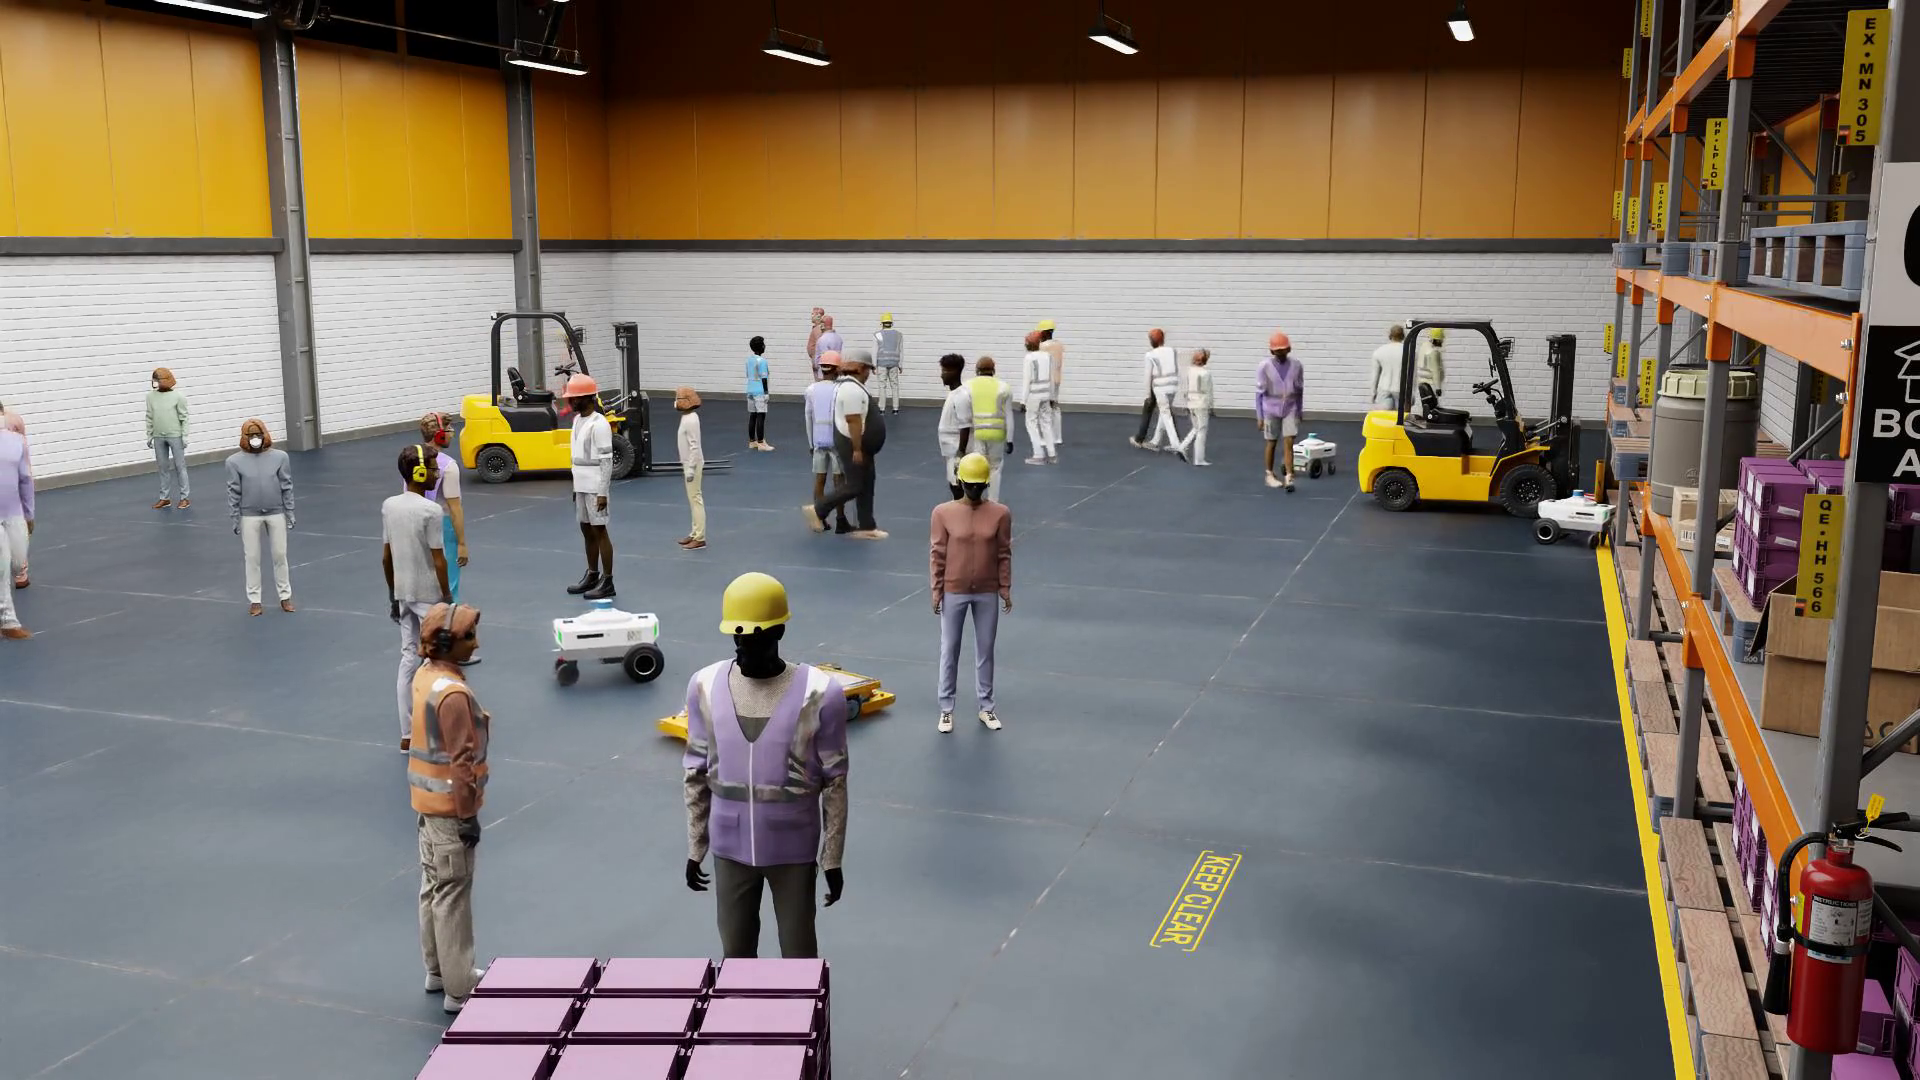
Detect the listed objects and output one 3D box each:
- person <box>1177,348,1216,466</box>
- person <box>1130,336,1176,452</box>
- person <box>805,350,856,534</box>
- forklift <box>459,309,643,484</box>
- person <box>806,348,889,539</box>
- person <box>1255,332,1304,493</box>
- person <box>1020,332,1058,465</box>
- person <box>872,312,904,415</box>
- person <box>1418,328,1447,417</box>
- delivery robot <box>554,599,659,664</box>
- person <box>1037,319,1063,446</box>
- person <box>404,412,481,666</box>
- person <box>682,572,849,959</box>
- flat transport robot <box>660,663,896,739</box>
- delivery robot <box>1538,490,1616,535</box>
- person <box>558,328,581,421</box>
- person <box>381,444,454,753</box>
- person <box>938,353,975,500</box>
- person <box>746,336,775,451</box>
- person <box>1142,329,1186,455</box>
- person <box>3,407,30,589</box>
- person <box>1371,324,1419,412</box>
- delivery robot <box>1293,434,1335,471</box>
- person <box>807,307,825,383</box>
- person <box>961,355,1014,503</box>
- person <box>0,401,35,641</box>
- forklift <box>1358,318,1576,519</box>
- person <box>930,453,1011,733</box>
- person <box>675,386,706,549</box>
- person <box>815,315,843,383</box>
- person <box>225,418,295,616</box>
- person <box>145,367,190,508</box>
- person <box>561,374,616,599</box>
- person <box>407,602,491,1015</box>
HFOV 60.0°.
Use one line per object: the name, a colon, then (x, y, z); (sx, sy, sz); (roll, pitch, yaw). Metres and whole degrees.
person: (3.273, -1.812, 22.788); (0.390, 1.627, 0.522); (-5, 11, -25)
person: (2.913, -2.210, 24.579); (0.541, 1.791, 0.981); (-6, 12, -30)
person: (-1.357, -1.029, 17.532); (0.542, 1.929, 0.369); (5, 11, 25)
forklift: (-5.354, -1.902, 21.697); (2.313, 2.155, 1.214); (-2, 10, -13)
person: (-1.147, -1.000, 17.050); (0.772, 2.000, 0.686); (0, 10, 0)
person: (3.951, -1.565, 20.417); (0.674, 1.964, 1.032); (-1, 10, -5)
person: (1.096, -1.952, 22.958); (0.360, 1.840, 0.713); (9, 14, 43)
person: (-1.302, -3.137, 29.669); (0.600, 1.831, 0.404); (-4, 11, -22)
person: (7.352, -2.444, 25.931); (0.435, 1.781, 0.700); (0, 10, 2)
delivery robot: (-2.478, 0.657, 11.640); (0.707, 0.478, 0.477); (-3, 11, -17)
person: (1.331, -2.384, 25.190); (0.401, 1.916, 0.591); (7, 13, 36)
person: (-3.766, 0.002, 11.956); (0.570, 1.843, 0.373); (7, 12, 35)
person: (-0.683, 1.056, 5.792); (0.593, 1.926, 0.366); (2, 10, 10)
flat transport robot: (-1.136, 1.037, 10.565); (0.652, 0.197, 1.431); (9, 13, 41)
delivery robot: (6.248, -0.266, 16.837); (0.707, 0.478, 0.477); (7, 12, 35)
person: (-6.121, -2.450, 26.040); (0.678, 1.743, 0.534); (0, 10, -2)
person: (-3.194, 0.362, 9.884); (0.520, 1.864, 0.333); (6, 12, 31)
person: (-0.043, -0.889, 16.641); (0.367, 1.962, 0.612); (-1, 10, -7)
person: (-2.967, -2.156, 24.522); (0.318, 1.700, 0.535); (-7, 12, -34)
person: (2.987, -2.153, 24.174); (0.641, 1.821, 0.945); (-5, 11, -26)
person: (-8.498, -0.491, 14.559); (0.651, 1.907, 0.409); (-8, 13, -37)
person: (6.159, -2.097, 23.601); (0.650, 1.928, 0.676); (4, 11, 24)
delivery robot: (4.620, -1.154, 21.839); (0.707, 0.478, 0.477); (-10, 14, -44)
person: (-2.559, -3.244, 30.052); (0.409, 1.913, 0.648); (1, 10, 5)
person: (0.279, -1.137, 18.499); (0.649, 1.812, 0.736); (0, 10, 1)
person: (-7.499, -0.183, 12.842); (0.769, 1.914, 0.632); (5, 11, 25)
forklift: (5.787, -1.437, 19.079); (2.313, 2.155, 1.214); (3, 11, 19)
person: (0.072, 0.328, 10.372); (0.522, 1.761, 0.322); (-2, 10, -11)
person: (-2.700, -0.722, 16.632); (0.284, 1.633, 0.501); (-2, 10, -13)
person: (-2.141, -2.666, 26.820); (0.403, 1.904, 0.651); (4, 11, 20)
person: (-5.739, -0.192, 13.675); (0.502, 1.626, 0.284); (-6, 12, -29)
person: (-9.140, -1.175, 19.182); (0.507, 1.633, 0.277); (1, 10, 5)
person: (-3.201, -0.459, 14.299); (0.364, 1.933, 0.552); (-8, 13, -38)
person: (-2.024, 1.055, 6.613); (0.315, 1.638, 0.515); (-6, 12, -30)
